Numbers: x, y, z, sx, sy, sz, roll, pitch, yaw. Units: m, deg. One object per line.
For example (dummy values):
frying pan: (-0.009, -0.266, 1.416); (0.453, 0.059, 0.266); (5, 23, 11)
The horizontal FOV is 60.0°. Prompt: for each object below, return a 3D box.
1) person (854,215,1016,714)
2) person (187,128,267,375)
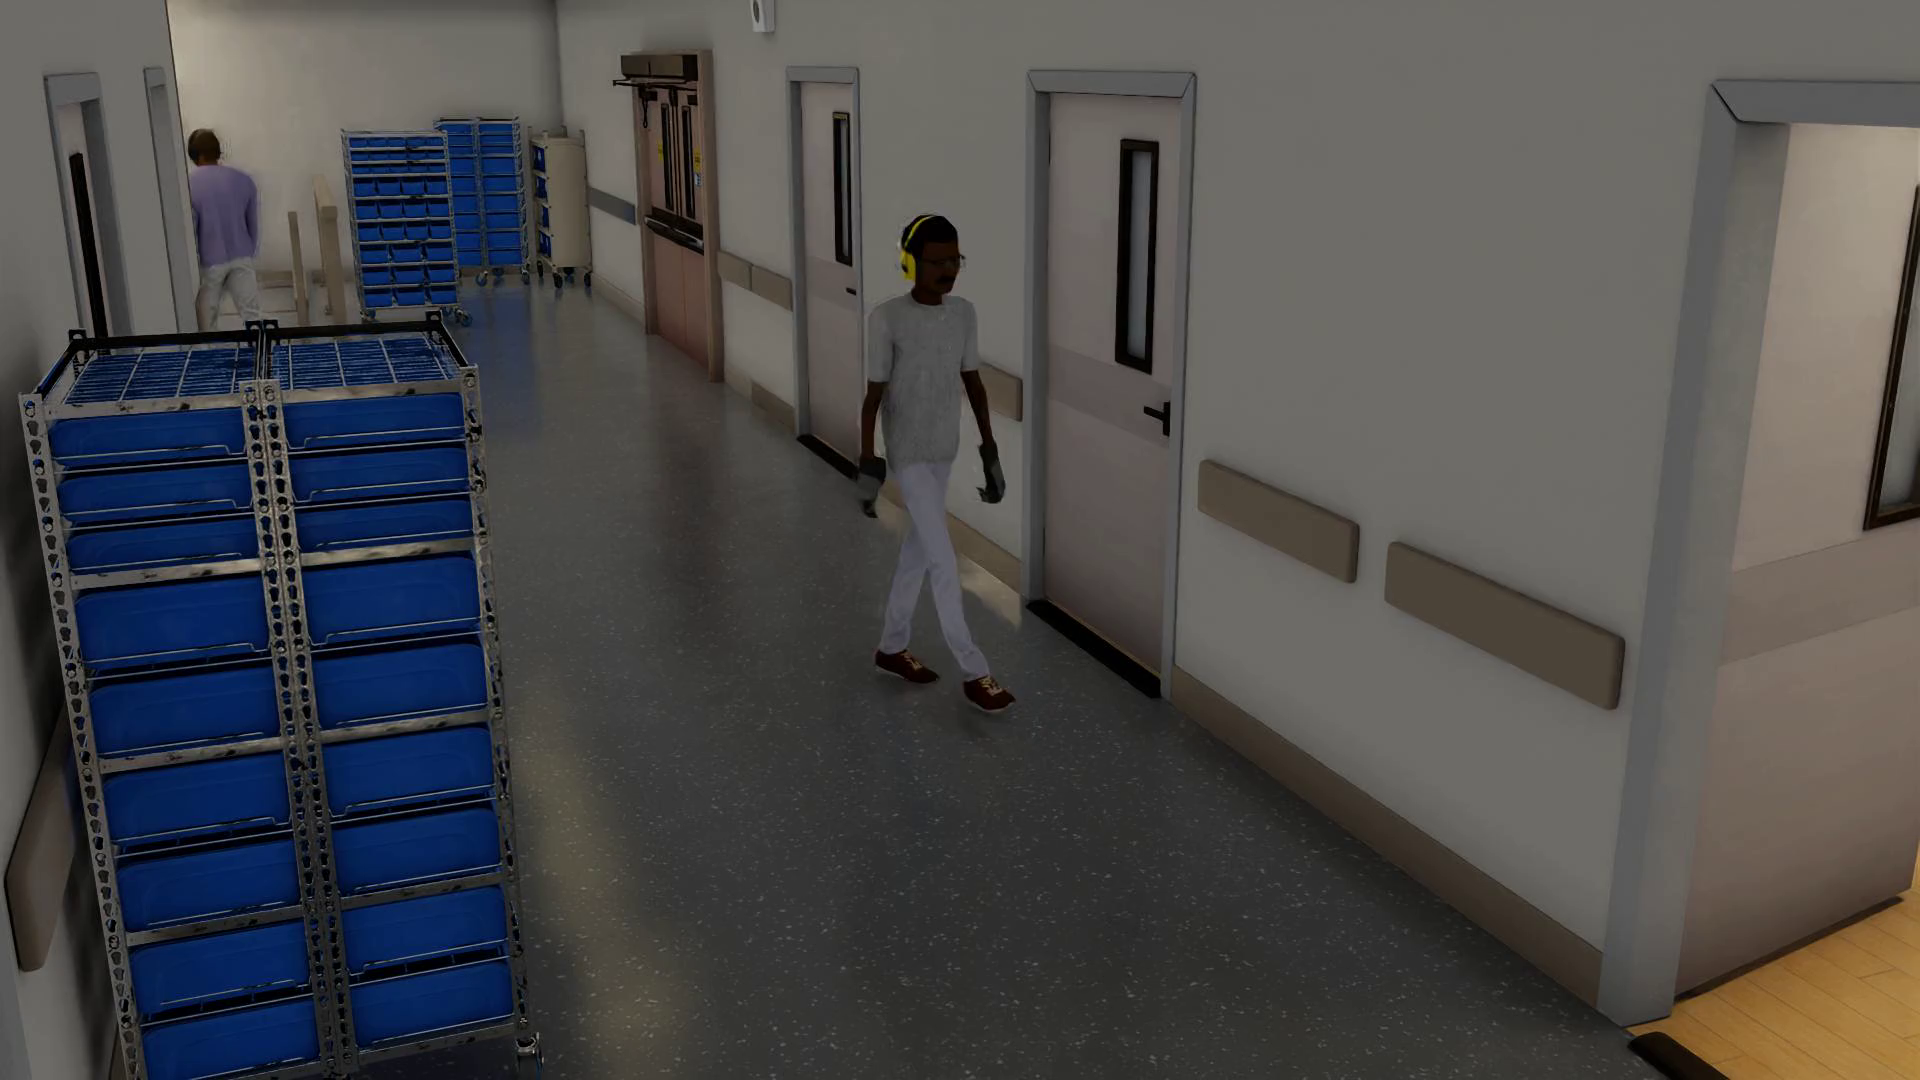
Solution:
person: (-0.046, -0.269, 6.161); (0.865, 1.824, 0.519); (14, 21, 41)
person: (-5.410, -2.030, 12.153); (1.033, 1.891, 0.629); (15, 22, 42)
